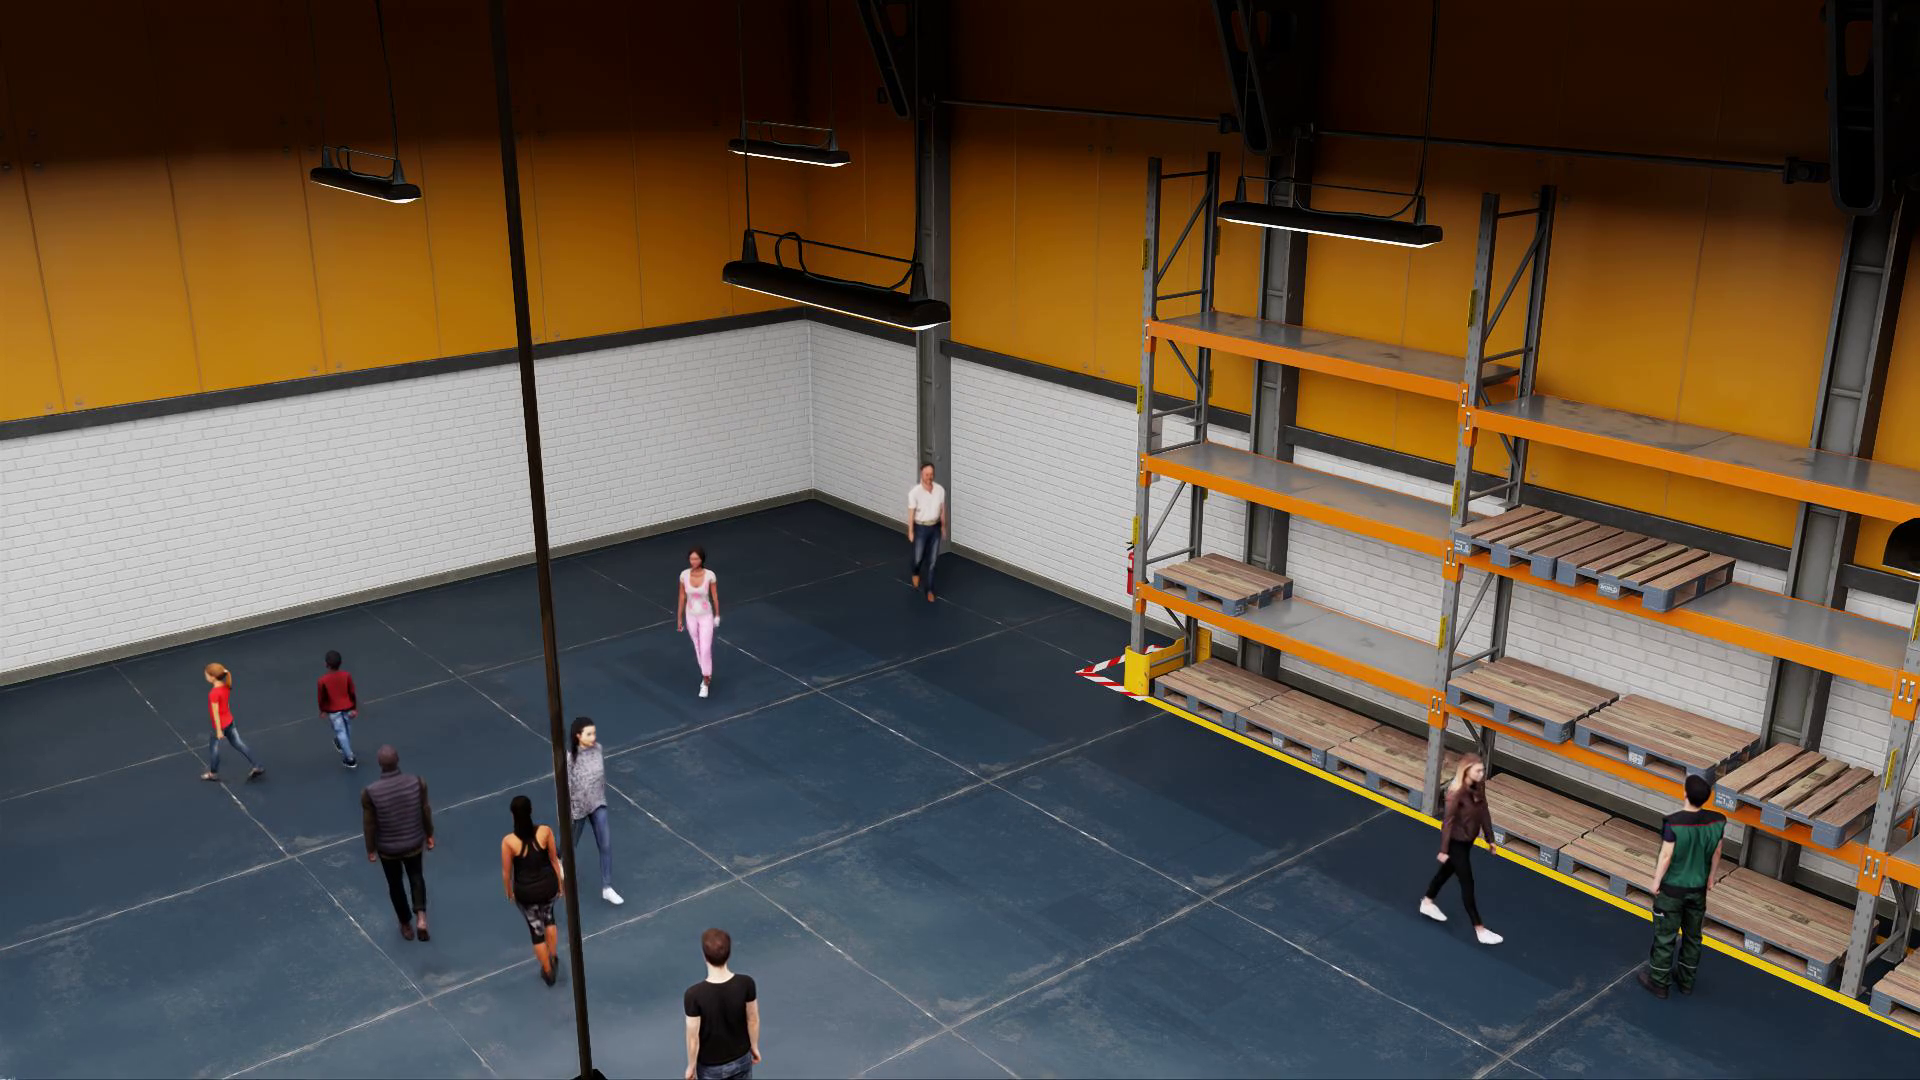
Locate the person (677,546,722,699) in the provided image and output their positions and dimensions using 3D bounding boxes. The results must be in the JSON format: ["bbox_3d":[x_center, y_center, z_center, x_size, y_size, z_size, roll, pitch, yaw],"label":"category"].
[{"bbox_3d":[-2.945,0.884,18.951,0.928,1.718,0.975,2,19,7],"label":"person"}]

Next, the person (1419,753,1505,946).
[{"bbox_3d":[4.173,2.549,14.102,0.622,1.656,1.055,-16,24,-39],"label":"person"}]

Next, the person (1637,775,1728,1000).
[{"bbox_3d":[5.731,2.732,13.176,0.766,1.901,0.763,-3,19,-9],"label":"person"}]

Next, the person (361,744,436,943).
[{"bbox_3d":[-4.629,2.562,13.802,0.807,1.824,0.956,-10,21,-28],"label":"person"}]

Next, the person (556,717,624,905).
[{"bbox_3d":[-3.356,2.339,14.659,0.708,1.700,1.170,-18,25,-42],"label":"person"}]

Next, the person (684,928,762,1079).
[{"bbox_3d":[-1.565,3.447,11.059,0.726,1.897,0.671,-8,20,-23],"label":"person"}]

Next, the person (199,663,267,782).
[{"bbox_3d":[-7.347,1.851,16.744,0.921,1.293,0.862,1,19,4],"label":"person"}]

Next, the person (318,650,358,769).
[{"bbox_3d":[-6.372,1.764,17.120,0.528,1.217,0.877,-16,25,-40],"label":"person"}]

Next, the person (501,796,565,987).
[{"bbox_3d":[-3.382,2.823,13.289,0.657,1.657,0.675,-9,21,-24],"label":"person"}]

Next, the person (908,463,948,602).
[{"bbox_3d":[-0.448,-0.153,21.837,0.879,1.840,1.024,-5,19,-14],"label":"person"}]
